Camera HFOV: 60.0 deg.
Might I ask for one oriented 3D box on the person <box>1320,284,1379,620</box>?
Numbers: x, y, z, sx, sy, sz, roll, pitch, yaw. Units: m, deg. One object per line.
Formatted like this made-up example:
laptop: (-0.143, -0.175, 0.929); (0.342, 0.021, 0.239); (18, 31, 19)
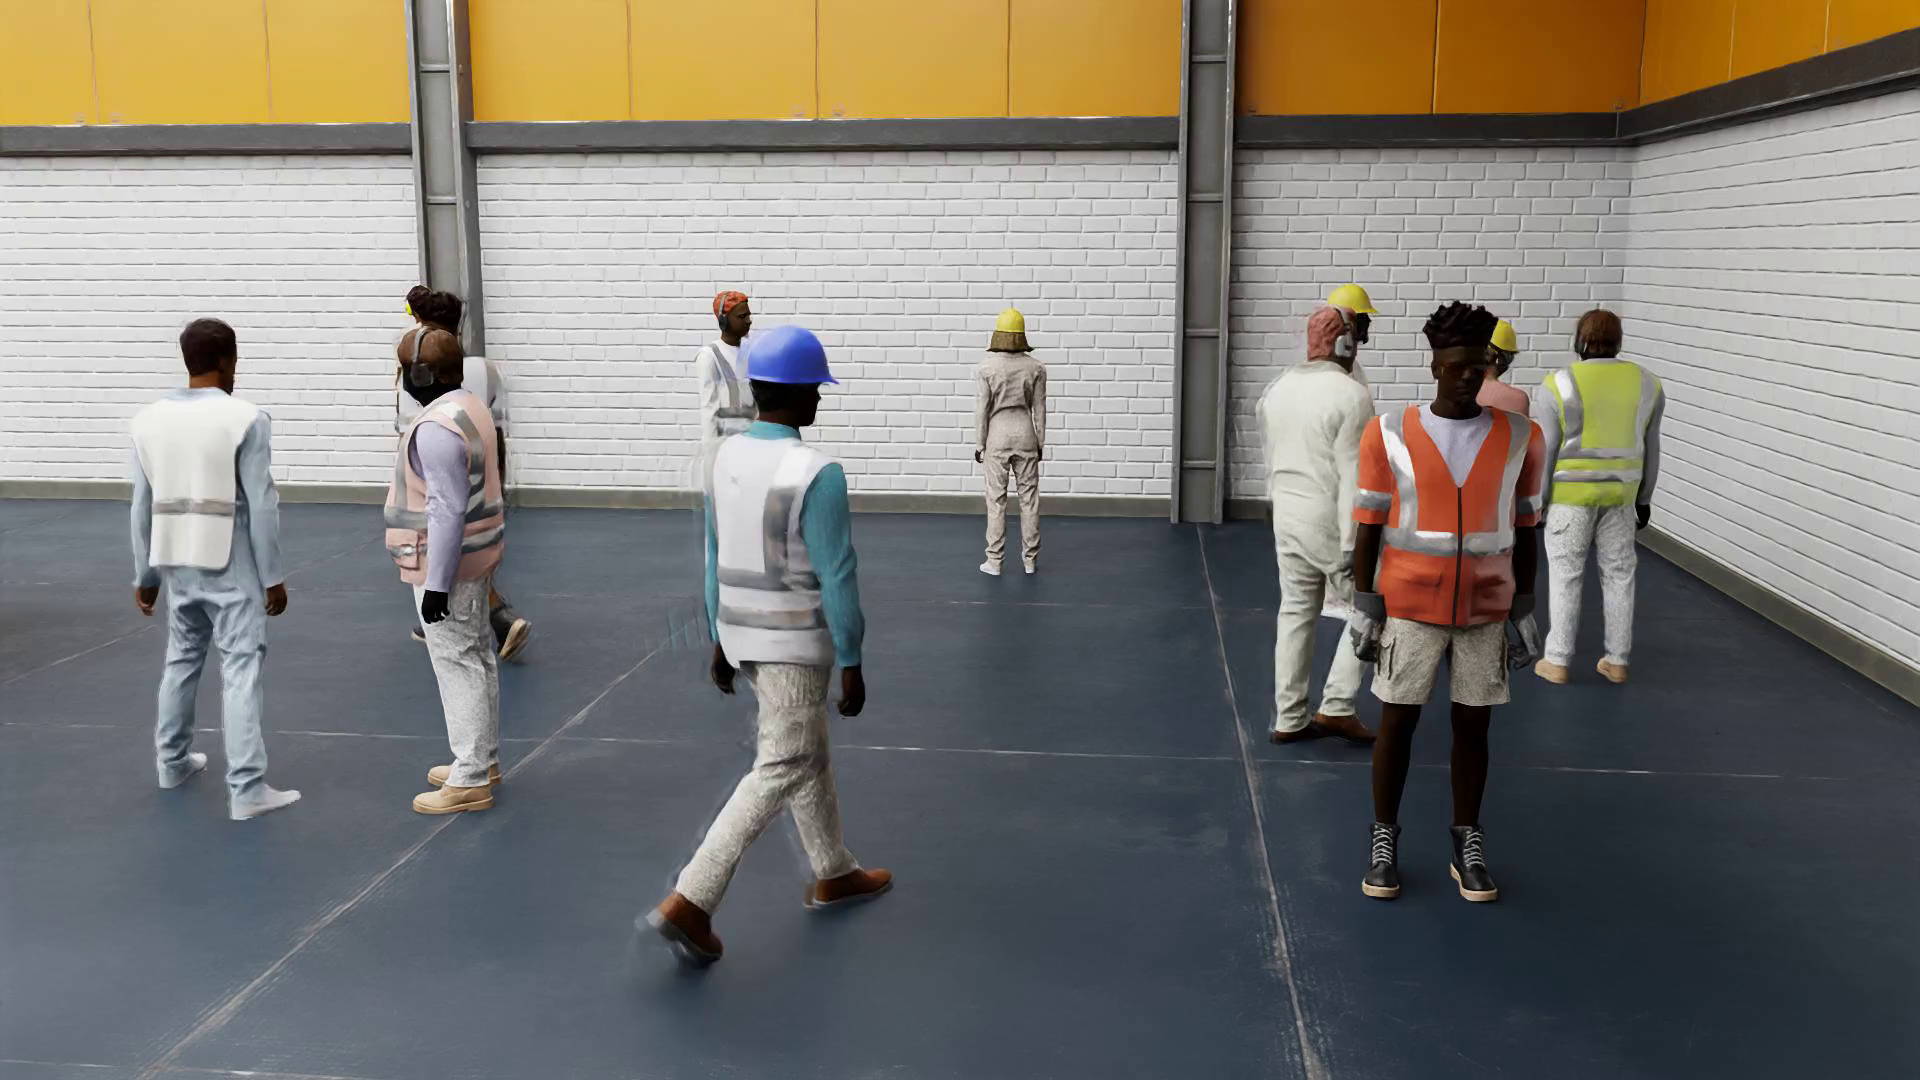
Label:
person: (2.213, -0.508, 9.635); (0.359, 1.930, 0.588); (1, 10, 6)

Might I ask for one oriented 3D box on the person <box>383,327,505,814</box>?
person: (-1.957, 0.114, 6.338); (0.429, 1.839, 0.634); (-1, 10, -6)

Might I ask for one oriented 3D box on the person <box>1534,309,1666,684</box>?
person: (3.097, -0.207, 8.171); (0.633, 1.841, 0.429); (0, 10, -2)

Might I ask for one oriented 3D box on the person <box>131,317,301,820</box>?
person: (-2.889, 0.087, 6.390); (0.662, 1.893, 0.476); (3, 10, 17)

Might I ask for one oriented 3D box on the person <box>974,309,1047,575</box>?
person: (0.326, -0.640, 10.927); (0.491, 1.744, 0.295); (-2, 10, -13)

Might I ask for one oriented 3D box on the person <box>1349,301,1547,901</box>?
person: (1.584, 0.208, 5.431); (0.616, 1.963, 0.361); (1, 10, 5)

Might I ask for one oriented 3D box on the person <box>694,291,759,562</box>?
person: (-1.349, -0.533, 9.915); (0.355, 1.883, 0.573); (4, 11, 20)

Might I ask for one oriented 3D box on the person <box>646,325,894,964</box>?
person: (-0.575, 0.306, 5.044); (0.945, 1.912, 0.624); (-9, 13, -41)

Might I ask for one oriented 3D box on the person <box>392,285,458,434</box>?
person: (-3.982, -0.970, 12.476); (0.517, 1.865, 0.327); (-6, 11, -29)

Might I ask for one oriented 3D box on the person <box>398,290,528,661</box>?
person: (-2.600, -0.334, 8.676); (0.952, 1.931, 0.605); (7, 12, 36)

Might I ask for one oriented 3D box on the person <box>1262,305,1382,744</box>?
person: (1.602, -0.050, 7.113); (0.519, 1.888, 0.666); (-5, 11, -26)
